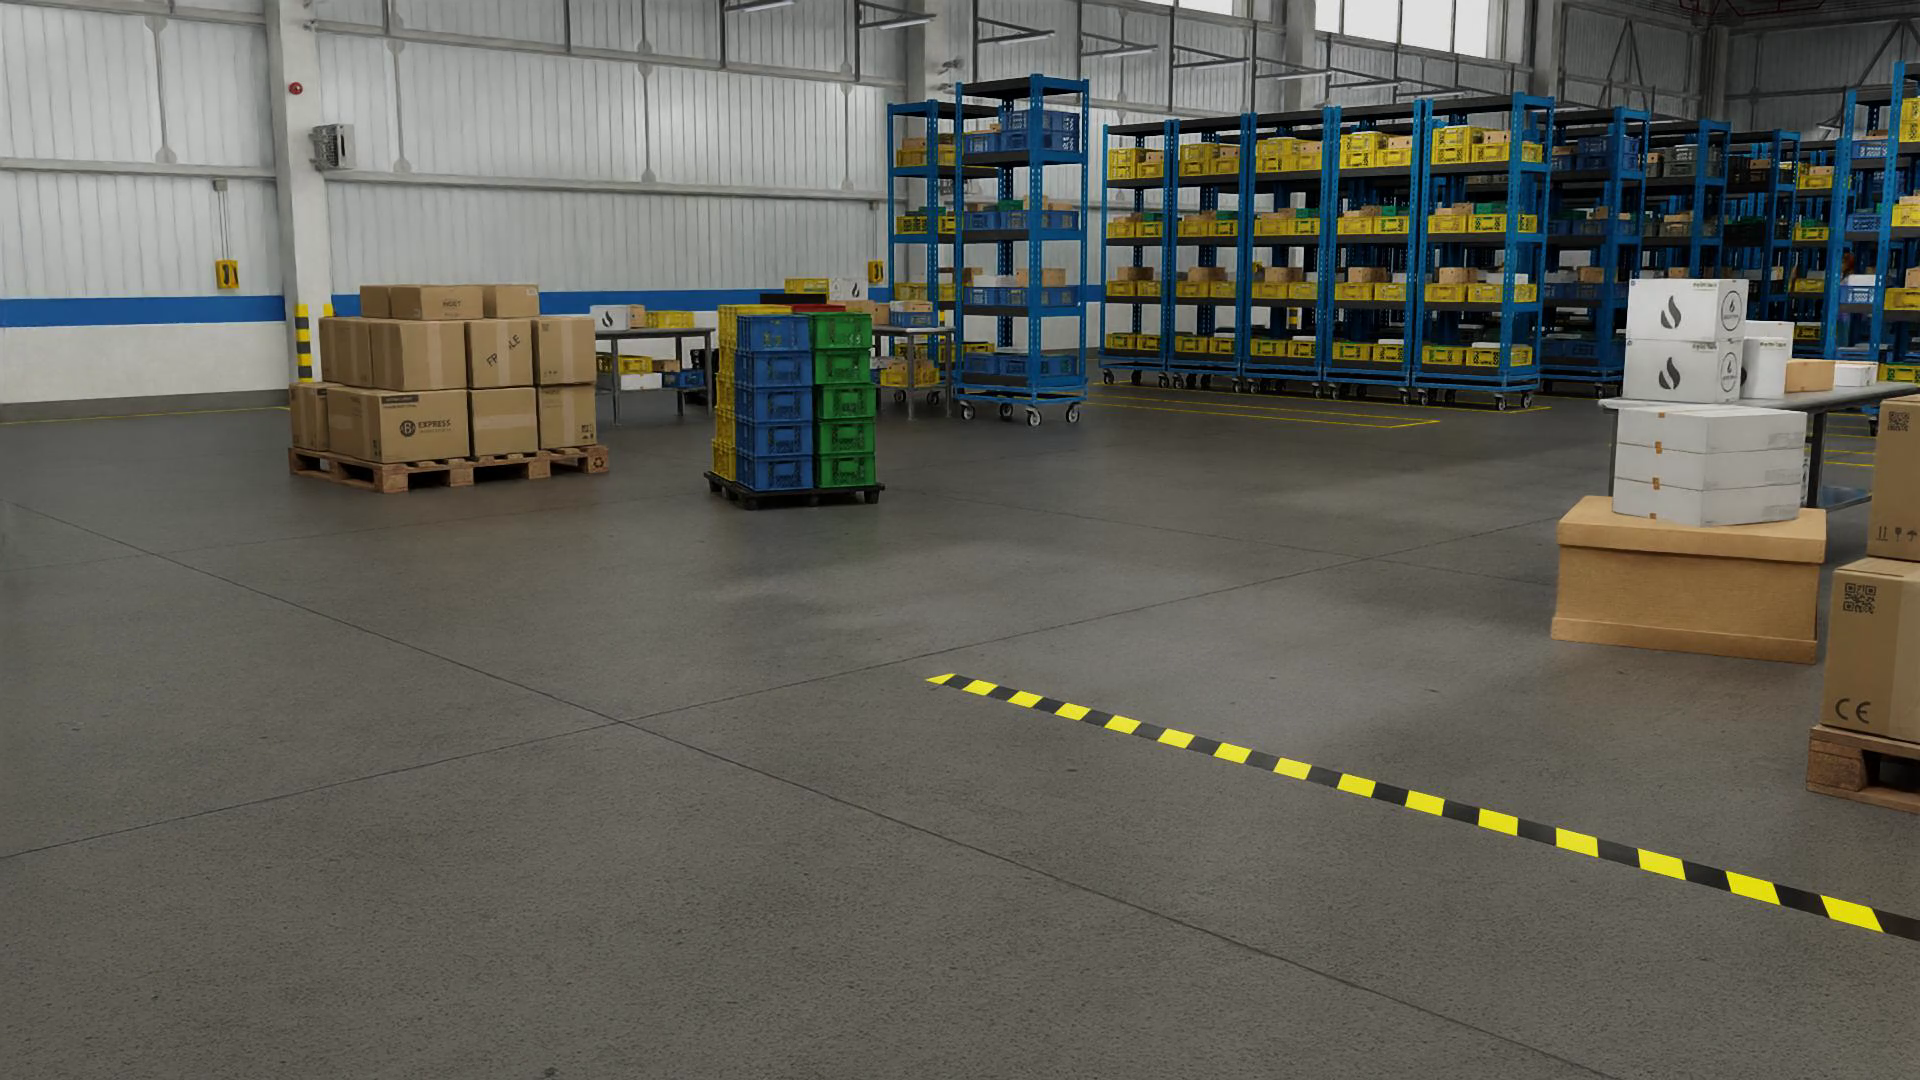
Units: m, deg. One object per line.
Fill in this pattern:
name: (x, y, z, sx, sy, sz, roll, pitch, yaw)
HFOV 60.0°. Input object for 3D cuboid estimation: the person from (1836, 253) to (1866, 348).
person: (11.988, -2.943, 22.421, 0.374, 1.840, 0.569, 2, 10, 12)
